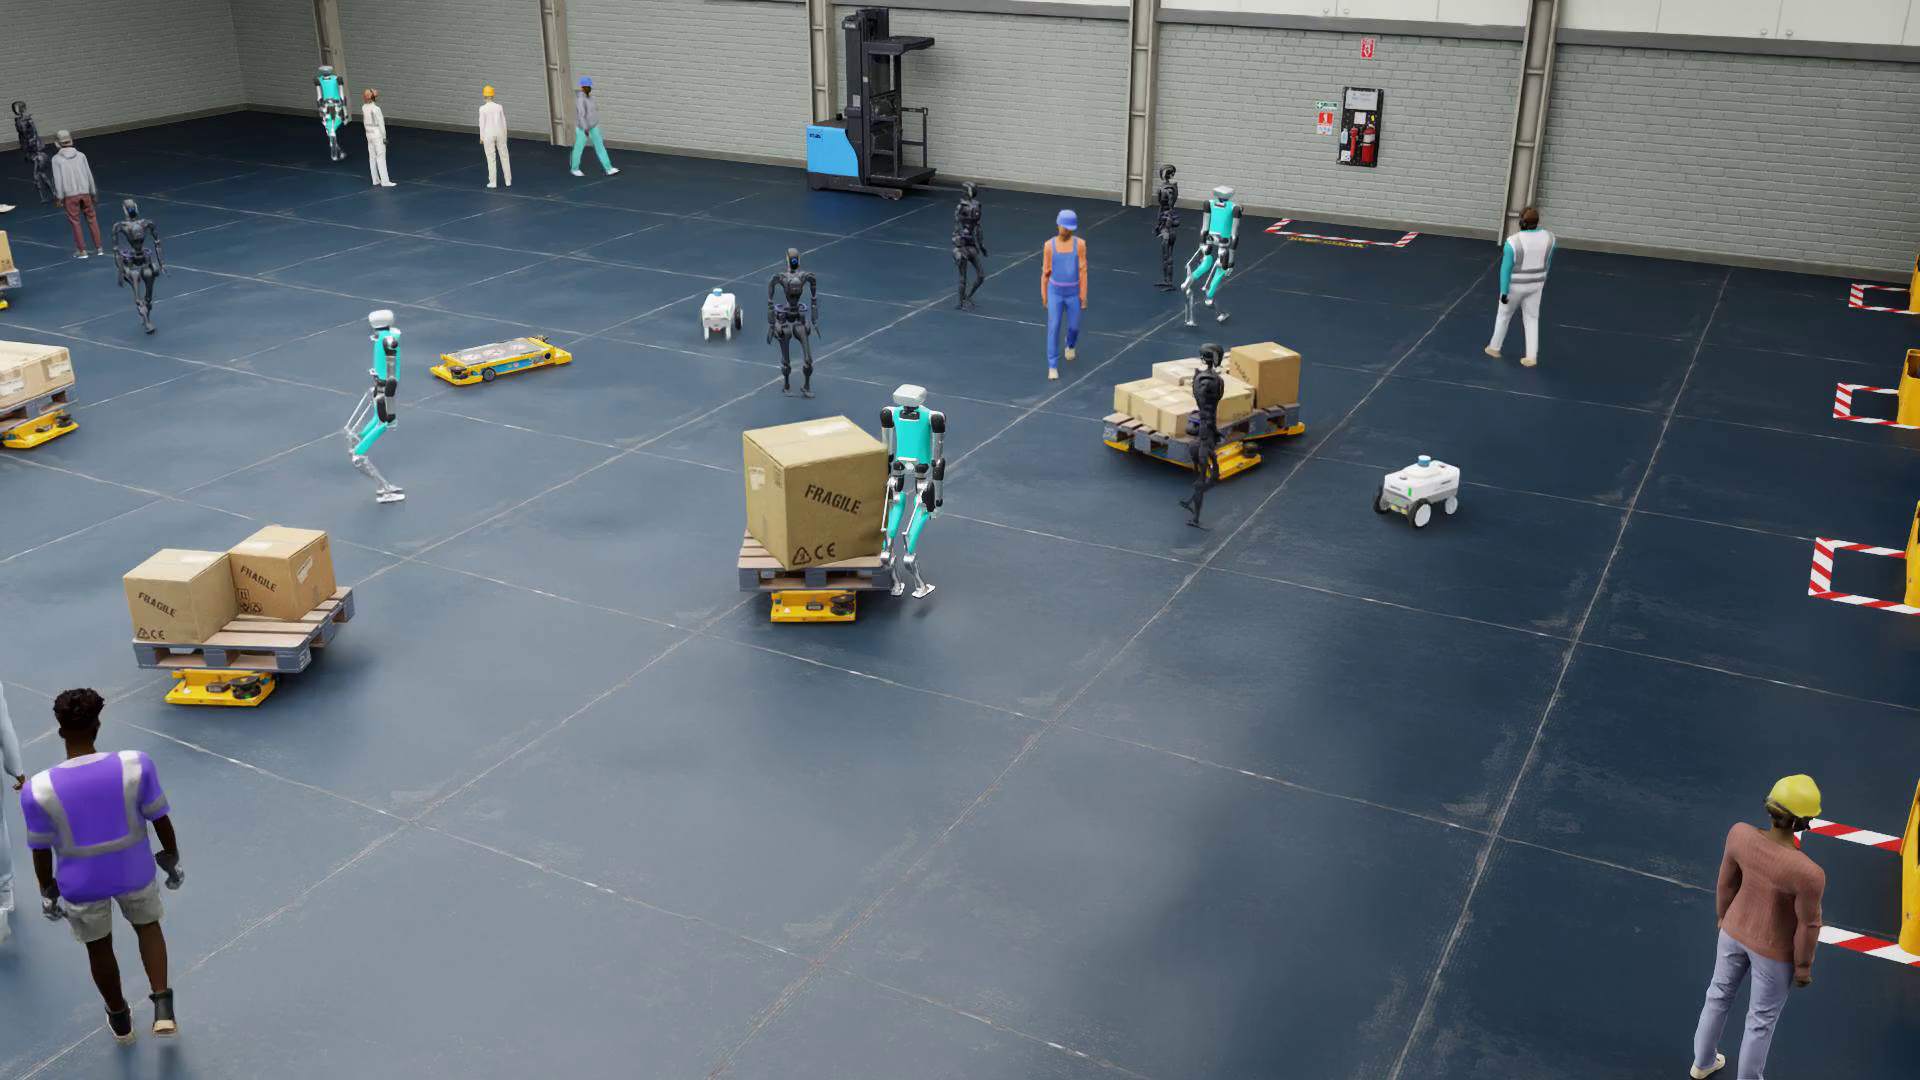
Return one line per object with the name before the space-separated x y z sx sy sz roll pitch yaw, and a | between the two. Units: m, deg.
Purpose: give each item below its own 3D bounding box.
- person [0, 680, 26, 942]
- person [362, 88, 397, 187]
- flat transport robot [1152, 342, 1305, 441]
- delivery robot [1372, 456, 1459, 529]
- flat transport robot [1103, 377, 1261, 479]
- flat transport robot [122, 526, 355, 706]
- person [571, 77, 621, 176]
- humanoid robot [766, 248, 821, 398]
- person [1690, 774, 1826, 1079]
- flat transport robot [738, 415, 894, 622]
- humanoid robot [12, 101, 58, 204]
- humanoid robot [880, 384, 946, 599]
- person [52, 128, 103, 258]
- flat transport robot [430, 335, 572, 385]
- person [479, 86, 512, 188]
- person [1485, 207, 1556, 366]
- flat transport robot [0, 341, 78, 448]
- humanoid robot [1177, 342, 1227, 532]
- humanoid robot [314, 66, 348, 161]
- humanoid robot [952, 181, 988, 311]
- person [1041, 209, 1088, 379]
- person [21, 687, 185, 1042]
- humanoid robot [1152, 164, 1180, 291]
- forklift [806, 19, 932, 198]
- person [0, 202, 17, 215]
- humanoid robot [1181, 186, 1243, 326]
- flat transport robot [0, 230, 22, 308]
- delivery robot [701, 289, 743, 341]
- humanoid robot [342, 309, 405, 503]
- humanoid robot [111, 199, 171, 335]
person | -5.428 1.309 9.070 0.591 1.890 0.734 -19 30 -37
person | -9.972 -6.869 28.413 0.515 1.640 0.306 17 29 34
flat transport robot | 2.705 -1.183 16.917 1.431 0.231 0.659 -11 26 -24
delivery robot | 4.101 -0.451 14.855 0.784 0.599 0.499 -16 28 -32
flat transport robot | 2.168 -0.926 16.318 1.431 0.231 0.659 21 31 40
flat transport robot | -5.212 0.811 12.274 0.659 0.231 1.431 1 23 3
person | -6.483 -7.215 29.112 0.952 1.720 0.553 9 25 20
humanoid robot | -1.796 -2.327 17.800 0.587 1.637 0.439 -9 25 -21
person | 3.795 1.893 7.861 0.313 1.766 0.522 -12 26 -26
flat transport robot | -1.138 0.286 13.496 0.659 0.231 1.431 -1 23 -1
humanoid robot | -15.104 -6.323 27.125 0.600 1.628 0.641 15 27 31
humanoid robot | -0.440 -0.315 12.866 0.533 1.677 0.735 8 24 18
person | -12.611 -4.946 23.721 0.379 1.809 0.553 18 29 36
flat transport robot | -5.221 -2.050 18.934 1.431 0.231 0.659 -19 30 -38
person | -7.929 -6.851 28.300 0.474 1.698 0.314 -14 27 -30
person | 6.412 -2.902 18.967 0.623 1.810 0.815 -2 23 -6
flat transport robot | -9.796 -1.179 16.908 1.431 0.231 0.659 7 24 15
humanoid robot | 2.121 -0.922 14.517 0.377 1.647 0.600 7 24 15
humanoid robot | -11.454 -7.666 30.207 0.541 1.765 1.030 0 23 0
humanoid robot | 0.106 -3.715 21.023 0.335 1.645 0.600 16 28 32
person | 1.168 -2.783 18.601 0.528 1.881 0.741 1 23 2
person | -4.191 1.652 8.200 0.644 1.936 0.550 -13 26 -27
humanoid robot | 2.729 -4.138 21.991 0.315 1.659 0.599 -2 23 -4
forklift | -1.573 -7.292 27.850 1.873 2.768 1.129 12 26 25
person | -15.436 -5.947 26.032 0.925 1.824 0.536 -3 23 -7
humanoid robot | 3.012 -3.376 20.227 0.537 1.753 1.052 18 29 36
flat transport robot | -12.927 -3.174 21.552 0.659 0.231 1.431 -20 30 -39
delivery robot | -2.927 -2.754 20.203 0.499 0.587 0.777 -1 23 -1
humanoid robot | -5.326 -1.190 15.008 0.695 1.739 0.534 -11 25 -23
humanoid robot | -9.890 -3.314 20.132 0.746 1.632 0.595 21 31 40
